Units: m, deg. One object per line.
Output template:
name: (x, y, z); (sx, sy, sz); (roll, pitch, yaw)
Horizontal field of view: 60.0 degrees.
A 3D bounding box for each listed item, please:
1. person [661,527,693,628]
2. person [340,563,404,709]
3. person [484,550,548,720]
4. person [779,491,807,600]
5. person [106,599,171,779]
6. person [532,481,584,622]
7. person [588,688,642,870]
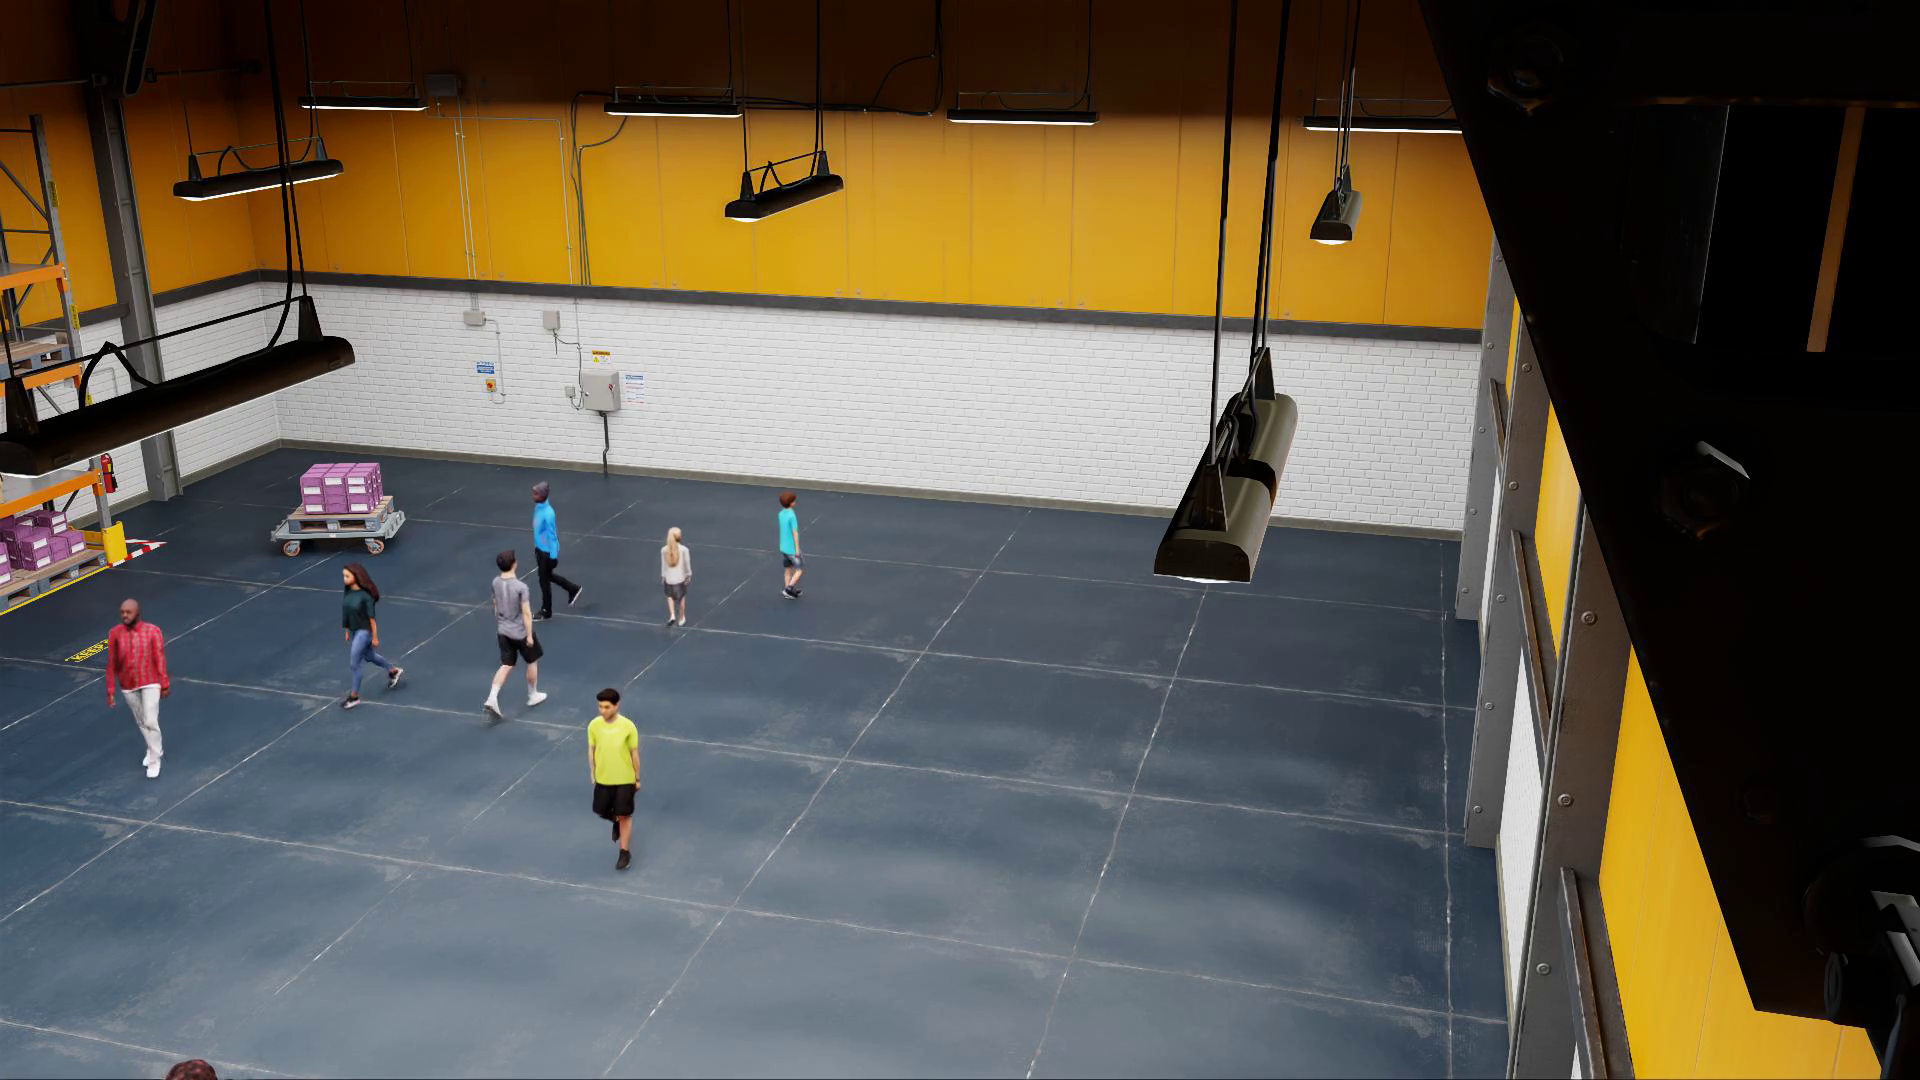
person: (-3.511, 0.470, 20.482); (0.589, 1.266, 0.629); (-1, 19, -2)
person: (-6.545, 1.013, 18.372); (0.832, 1.585, 1.152); (12, 22, 32)
person: (-4.868, 1.029, 17.925); (0.801, 1.839, 1.164); (9, 21, 24)
person: (-2.225, 0.084, 21.349); (0.718, 1.445, 0.666); (-15, 23, -37)
person: (-8.260, 1.423, 16.821); (0.852, 1.798, 0.998); (-1, 19, -3)
person: (-5.061, 0.121, 20.718); (1.057, 1.777, 0.982); (-12, 22, -31)
person: (-3.088, 2.090, 14.999); (0.702, 1.696, 0.879); (1, 19, 4)
